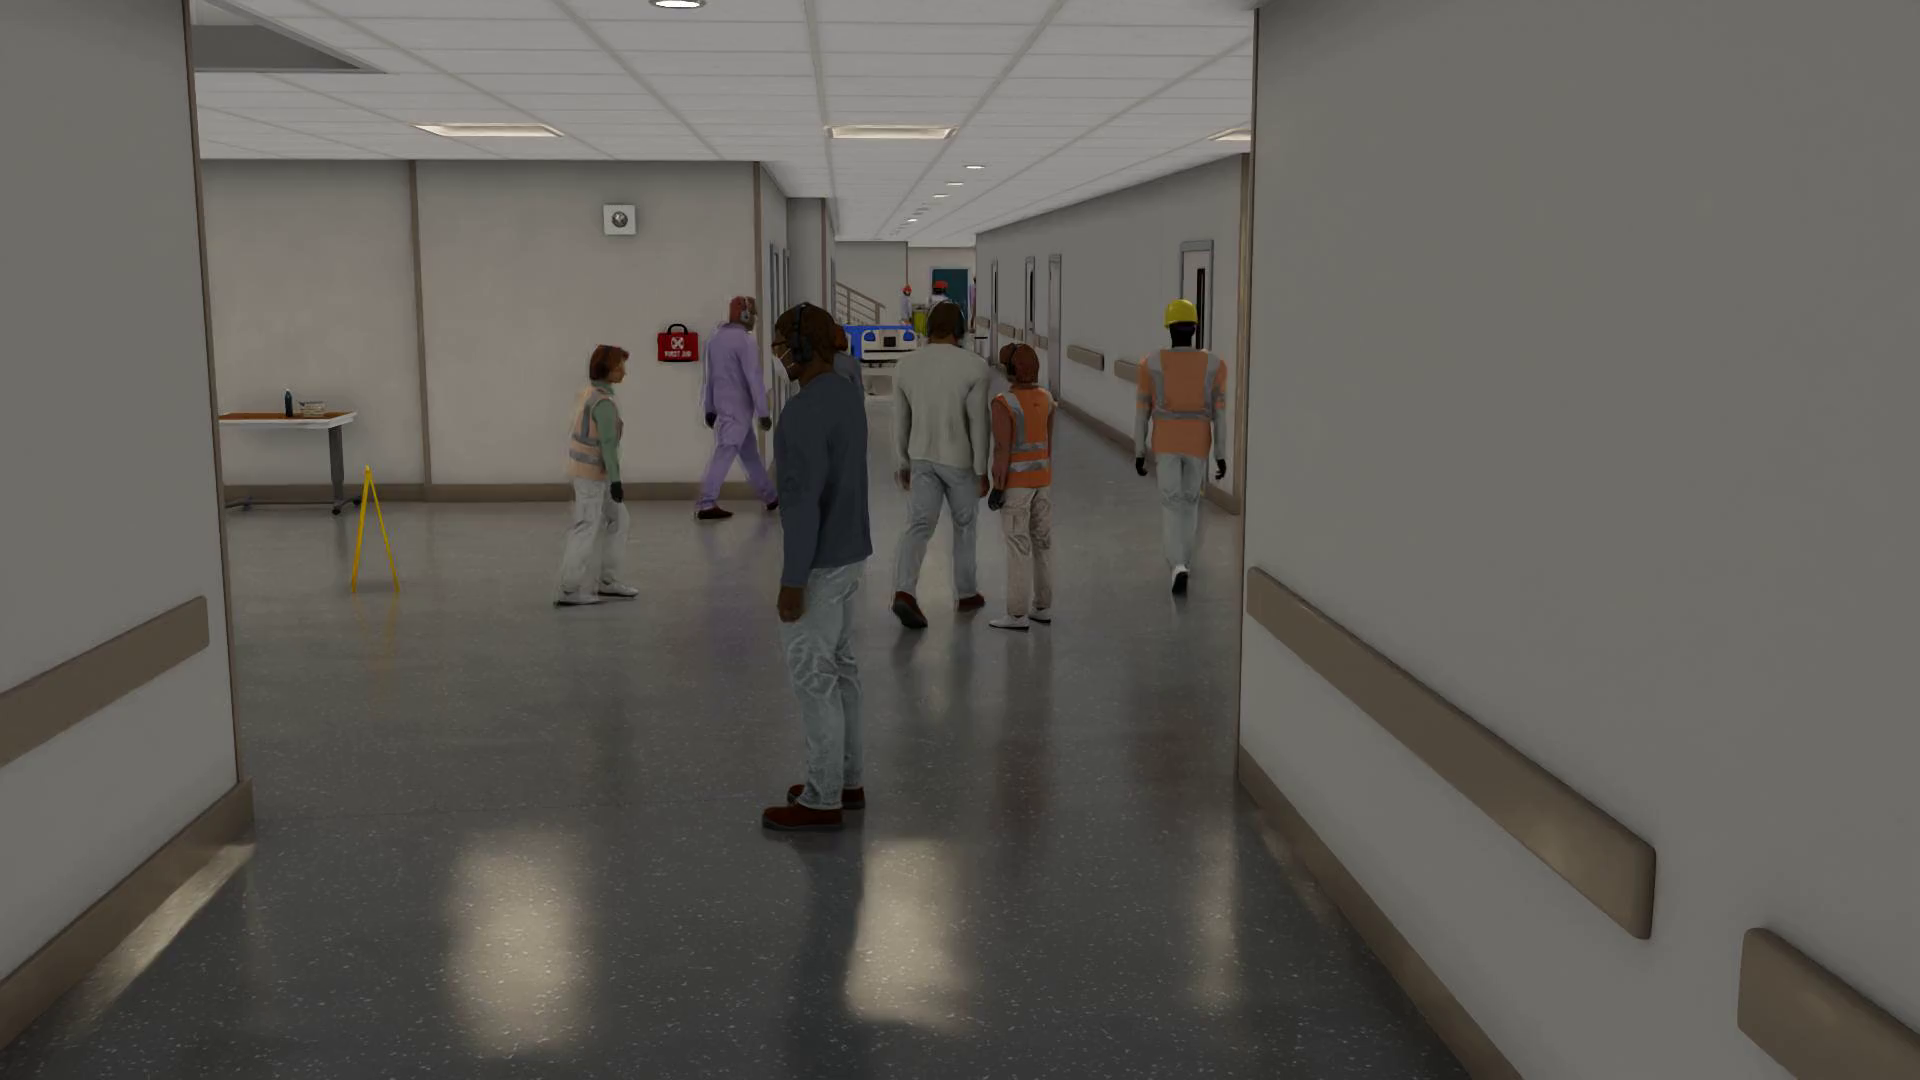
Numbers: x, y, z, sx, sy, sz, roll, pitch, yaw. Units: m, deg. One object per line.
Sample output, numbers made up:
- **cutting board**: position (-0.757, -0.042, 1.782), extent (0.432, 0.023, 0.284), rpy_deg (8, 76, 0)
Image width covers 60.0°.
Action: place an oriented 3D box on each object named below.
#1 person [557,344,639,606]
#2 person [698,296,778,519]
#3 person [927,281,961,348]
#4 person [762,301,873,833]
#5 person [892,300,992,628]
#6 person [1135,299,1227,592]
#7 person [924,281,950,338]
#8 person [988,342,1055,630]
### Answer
- **person**: position (-2.200, -0.388, 10.143), extent (0.606, 1.600, 0.517), rpy_deg (-3, 9, -15)
- **person**: position (-1.807, -1.114, 13.962), extent (1.008, 1.842, 0.658), rpy_deg (-6, 11, -32)
- **person**: position (-0.482, -5.980, 44.434), extent (1.022, 1.877, 0.550), rpy_deg (-5, 10, -27)
- **person**: position (-0.513, 0.097, 6.116), extent (0.375, 1.928, 0.639), rpy_deg (2, 9, 10)
- **person**: position (-0.132, -0.448, 9.678), extent (0.631, 1.894, 1.009), rpy_deg (3, 10, 20)
- **person**: position (1.435, -0.620, 10.778), extent (0.587, 1.883, 0.954), rpy_deg (0, 9, -2)
- **person**: position (-0.520, -4.946, 37.908), extent (0.564, 1.884, 0.986), rpy_deg (0, 9, -3)
- **person**: position (0.355, -0.305, 9.524), extent (0.315, 1.641, 0.515), rpy_deg (8, 12, 40)
